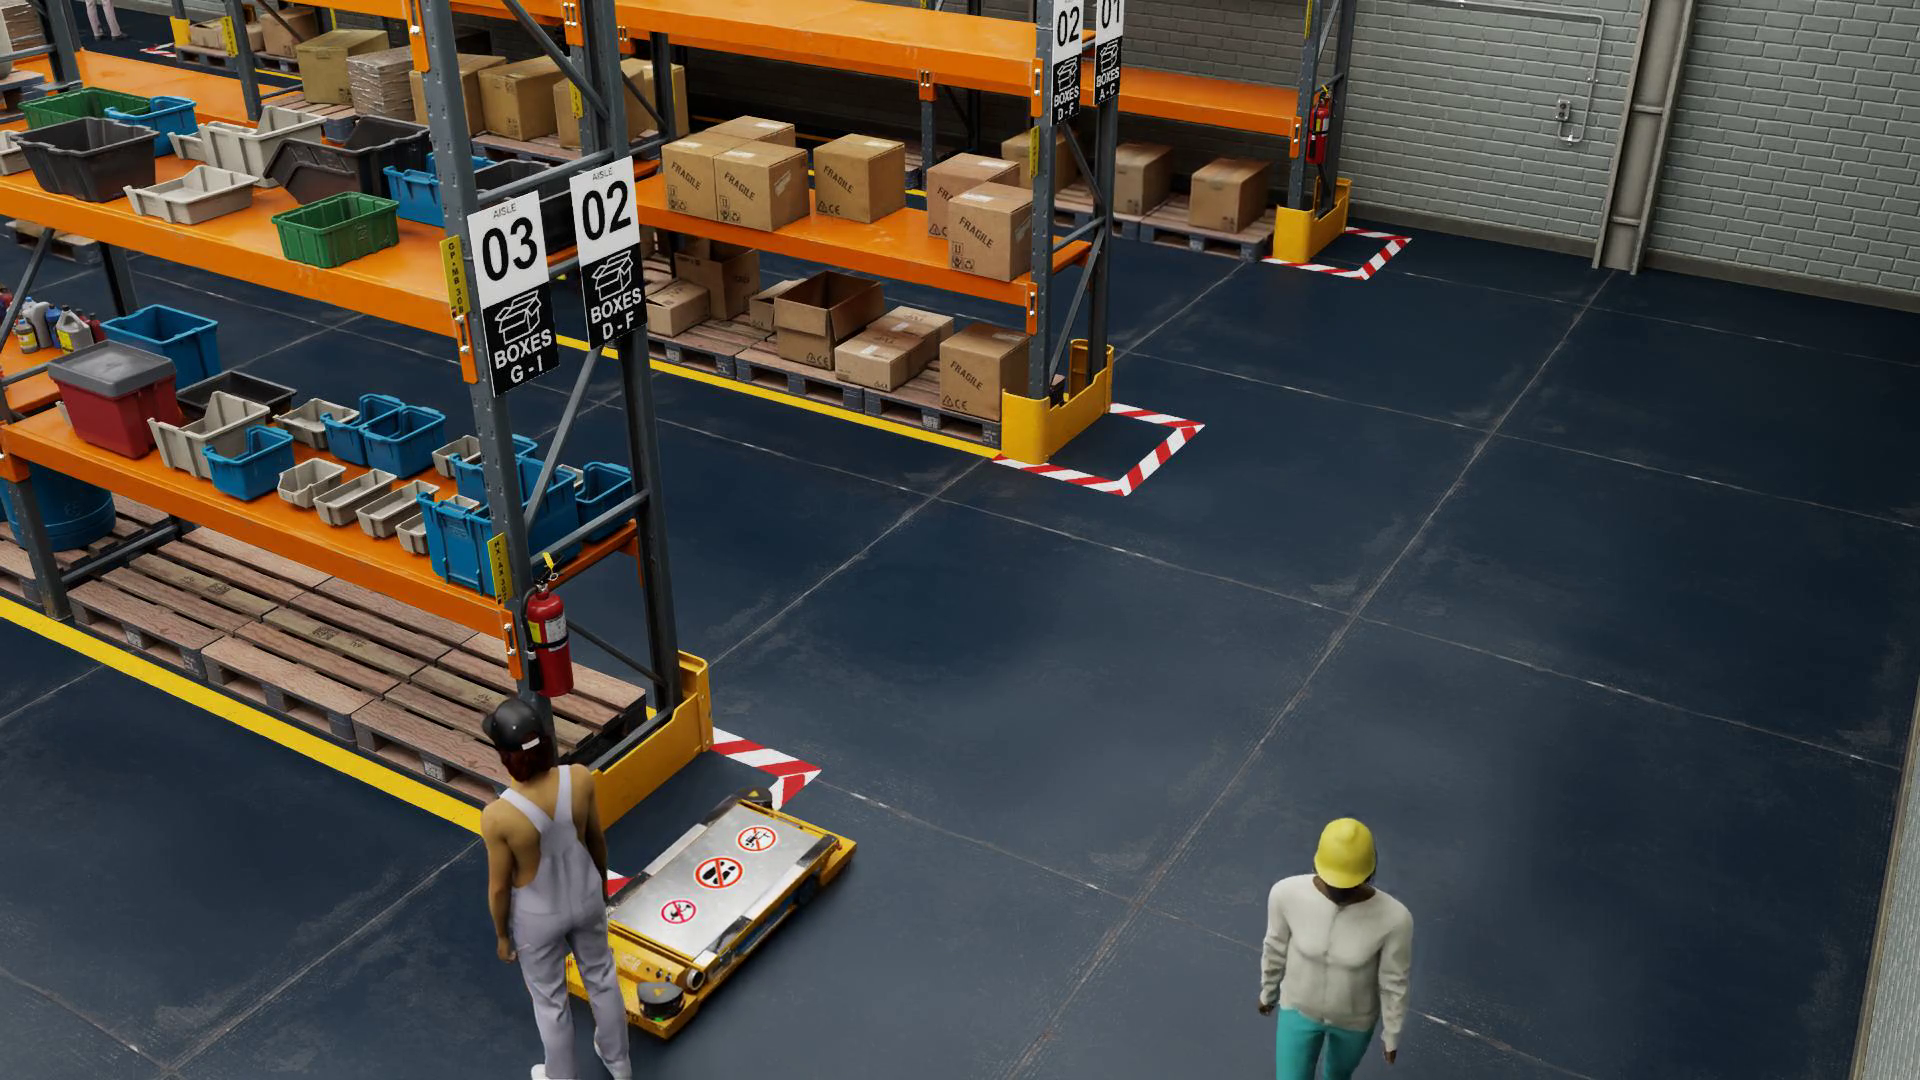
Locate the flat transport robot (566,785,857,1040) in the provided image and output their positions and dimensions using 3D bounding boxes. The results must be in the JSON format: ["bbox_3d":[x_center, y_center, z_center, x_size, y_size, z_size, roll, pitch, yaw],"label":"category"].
[{"bbox_3d":[-1.145,1.664,7.648,0.659,0.231,1.431,16,33,27],"label":"flat transport robot"}]

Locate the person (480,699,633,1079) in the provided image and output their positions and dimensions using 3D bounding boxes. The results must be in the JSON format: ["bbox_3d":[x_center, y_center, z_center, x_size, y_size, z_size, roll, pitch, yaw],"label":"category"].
[{"bbox_3d":[-1.608,1.406,6.494,0.497,1.849,0.443,-21,35,-33],"label":"person"}]

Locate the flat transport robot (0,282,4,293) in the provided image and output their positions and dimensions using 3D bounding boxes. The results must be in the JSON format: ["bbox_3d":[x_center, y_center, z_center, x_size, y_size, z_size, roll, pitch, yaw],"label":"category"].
[{"bbox_3d":[-9.011,-2.195,14.572,1.431,0.231,0.659,19,34,30],"label":"flat transport robot"}]

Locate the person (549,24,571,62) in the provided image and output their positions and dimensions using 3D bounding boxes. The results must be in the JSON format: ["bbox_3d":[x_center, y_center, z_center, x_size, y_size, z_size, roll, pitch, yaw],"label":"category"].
[{"bbox_3d":[-3.990,-4.493,17.236,0.532,1.690,0.322,12,31,20],"label":"person"}]

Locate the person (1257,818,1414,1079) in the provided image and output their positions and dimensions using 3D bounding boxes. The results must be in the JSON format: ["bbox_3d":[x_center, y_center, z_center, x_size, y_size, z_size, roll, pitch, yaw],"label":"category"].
[{"bbox_3d":[1.360,1.693,6.095,0.530,1.722,0.879,9,30,15],"label":"person"}]

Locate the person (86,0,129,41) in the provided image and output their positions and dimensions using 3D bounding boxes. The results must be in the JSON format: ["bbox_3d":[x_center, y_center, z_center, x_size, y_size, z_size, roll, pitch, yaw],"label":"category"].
[{"bbox_3d":[-12.112,-7.915,23.216,0.570,1.843,0.375,1,29,2],"label":"person"}]
